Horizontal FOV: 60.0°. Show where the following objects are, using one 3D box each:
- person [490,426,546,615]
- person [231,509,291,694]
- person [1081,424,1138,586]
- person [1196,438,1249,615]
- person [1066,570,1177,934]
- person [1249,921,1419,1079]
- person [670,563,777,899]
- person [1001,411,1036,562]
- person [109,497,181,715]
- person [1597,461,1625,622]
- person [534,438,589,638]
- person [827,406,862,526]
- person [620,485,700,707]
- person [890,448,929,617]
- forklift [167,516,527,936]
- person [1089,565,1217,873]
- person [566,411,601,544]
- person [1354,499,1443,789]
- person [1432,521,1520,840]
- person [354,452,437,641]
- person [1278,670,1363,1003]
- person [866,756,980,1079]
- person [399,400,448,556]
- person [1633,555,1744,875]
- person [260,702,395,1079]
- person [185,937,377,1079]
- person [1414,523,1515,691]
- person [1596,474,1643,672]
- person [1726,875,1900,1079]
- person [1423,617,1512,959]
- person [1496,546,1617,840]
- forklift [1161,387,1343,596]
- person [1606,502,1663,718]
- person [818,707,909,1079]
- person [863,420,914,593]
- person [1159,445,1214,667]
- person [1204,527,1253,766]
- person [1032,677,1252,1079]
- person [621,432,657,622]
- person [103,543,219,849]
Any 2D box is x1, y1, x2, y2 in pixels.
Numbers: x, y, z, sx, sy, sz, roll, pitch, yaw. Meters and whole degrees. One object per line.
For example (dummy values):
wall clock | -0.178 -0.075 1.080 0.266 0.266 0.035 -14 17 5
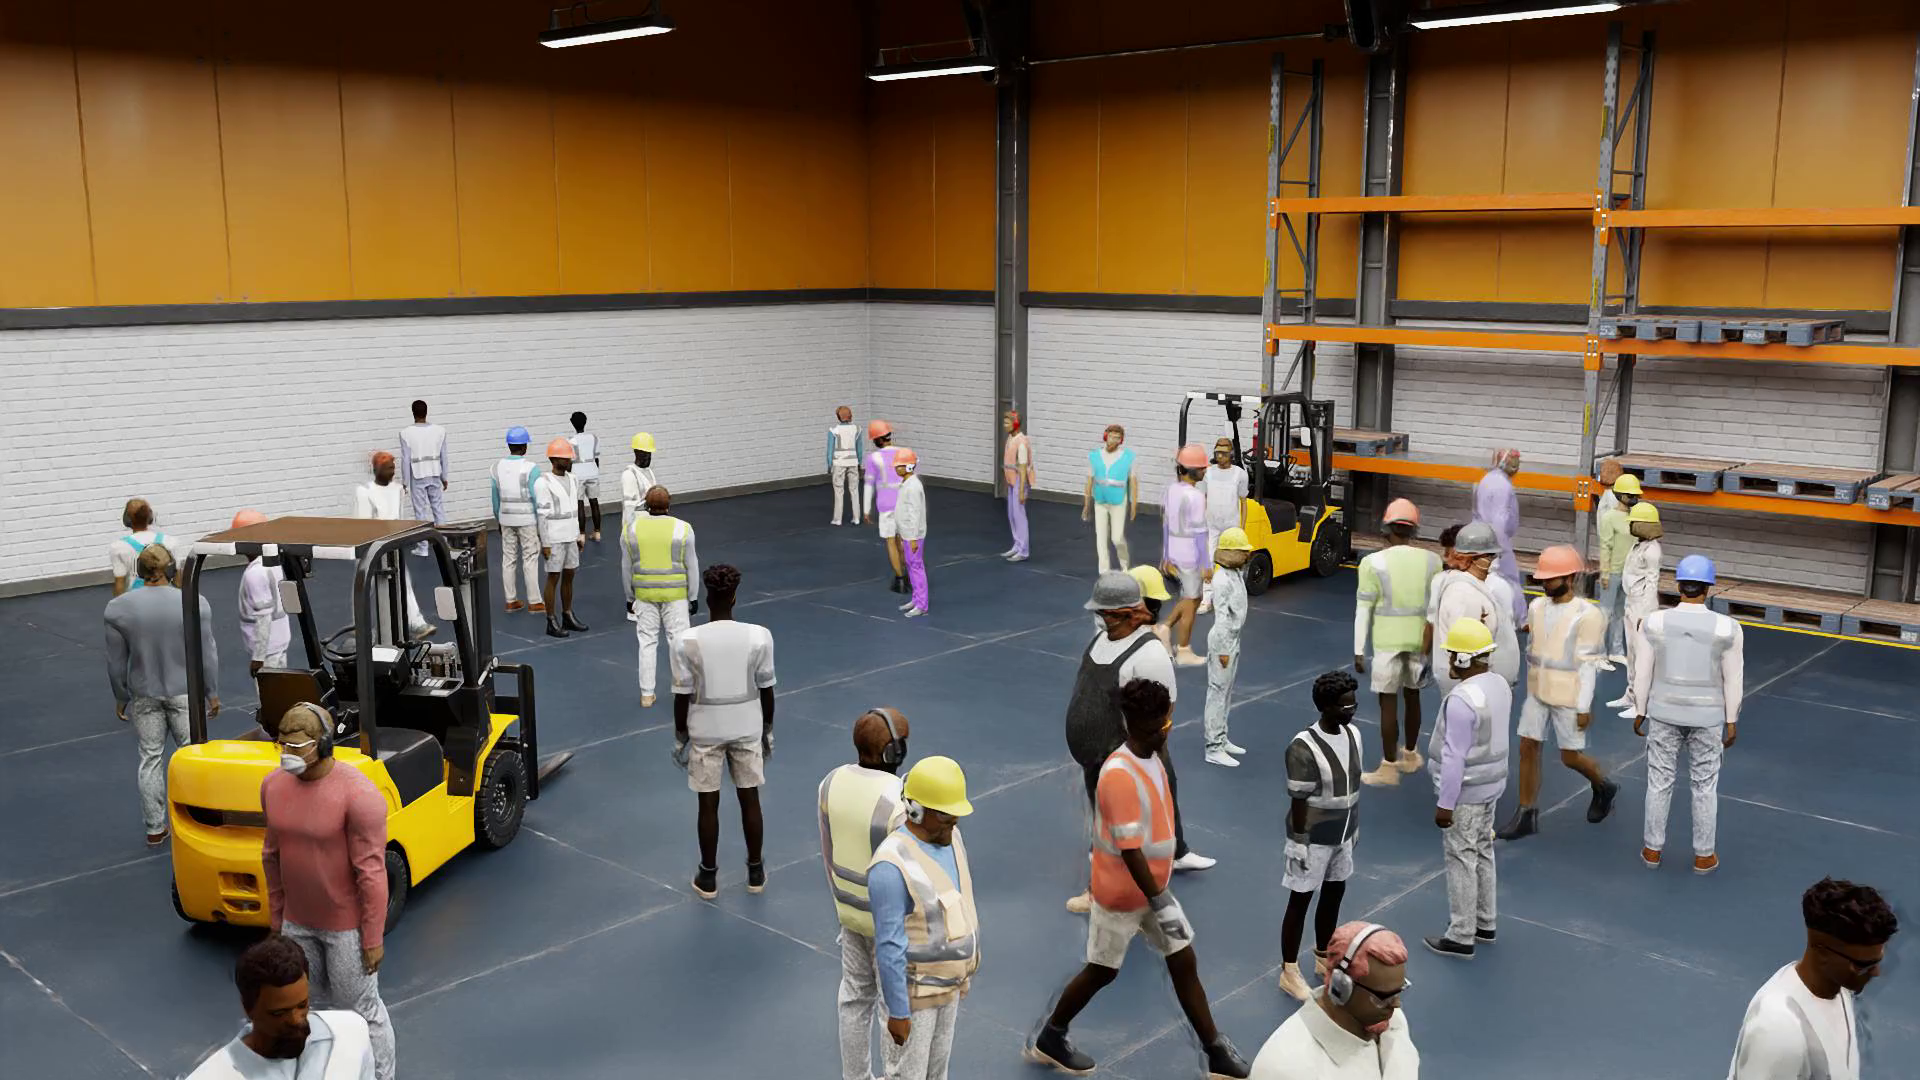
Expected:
person | -4.531 -0.200 17.145 0.604 1.949 0.389 4 11 21
person | -4.963 0.742 11.815 0.379 1.937 0.548 -2 10 -11
person | 1.673 -0.391 18.587 0.594 1.824 0.481 5 11 26
person | 2.693 -0.135 17.066 0.506 1.846 0.350 3 11 19
person | 0.846 1.155 9.170 0.537 2.000 0.675 -5 11 -25
person | 1.102 2.000 4.759 0.636 1.903 0.405 -9 13 -42
person | -1.377 1.106 9.658 0.640 1.961 0.364 -3 10 -17
person | 0.709 -0.648 20.043 0.395 1.834 0.616 -1 10 -7
person | -6.395 0.570 13.161 0.519 1.822 0.820 -9 14 -43
person | 6.546 0.012 16.835 0.280 1.633 0.500 3 10 17
person | -3.866 -0.027 16.197 0.361 1.935 0.552 5 11 27
person | -1.561 -1.007 22.649 0.513 1.628 0.319 -5 11 -26
person | -2.450 0.460 13.683 0.633 1.846 0.429 0 10 1
person | -0.527 -0.084 17.101 0.392 1.739 0.577 -2 10 -11
forklift | -3.583 0.976 9.748 1.214 2.155 2.313 2 10 11
person | 1.155 1.095 9.911 0.874 1.892 0.597 6 12 32
person | -4.821 -0.798 21.258 0.322 1.699 0.535 9 14 42
person | 3.095 0.729 11.709 0.648 2.025 0.553 -2 10 -10
person | 3.318 0.884 10.710 0.535 2.000 0.674 2 10 10
person | -5.492 0.074 15.927 1.005 1.827 0.582 7 12 34
person | 1.828 1.473 8.361 0.535 1.694 0.320 -8 13 -38
person | -0.122 1.728 6.531 0.403 1.822 0.589 5 11 24
person | -6.568 -0.762 20.436 0.596 1.915 0.370 -9 13 -41
person | 4.386 1.052 10.047 0.604 1.938 0.402 5 11 27
person | -2.641 1.602 6.957 0.625 1.931 0.379 4 11 23
person | -1.860 2.012 4.734 0.876 1.882 0.599 6 12 32
person | 3.416 0.843 11.254 0.624 1.928 0.631 -7 12 -35
person | 5.924 0.285 14.905 0.525 1.769 0.313 -6 12 -33
person | 2.564 1.940 5.117 0.941 1.905 0.667 10 14 44
person | 2.704 1.315 8.895 0.404 1.824 0.597 8 13 38
person | 3.858 0.967 10.649 0.837 1.903 0.548 -6 12 -32
forklift | 3.298 -0.608 18.767 1.214 2.155 2.313 9 13 42
person | 5.452 0.562 13.399 0.321 1.741 0.494 1 10 6
person | -0.320 1.614 7.123 0.429 1.845 0.624 -10 14 -44
person | -0.761 -0.368 18.254 0.559 1.889 0.621 -6 12 -32
person | 2.044 0.154 14.903 0.466 2.027 0.617 -2 10 -12
person | 1.979 0.769 12.212 0.305 1.745 0.483 4 11 21
person | 0.821 1.539 7.431 1.060 1.884 0.600 5 11 27
person | -3.215 -0.134 16.838 0.383 1.924 0.589 2 10 10
person | -4.995 0.978 10.469 0.635 1.936 0.353 -2 10 -12
